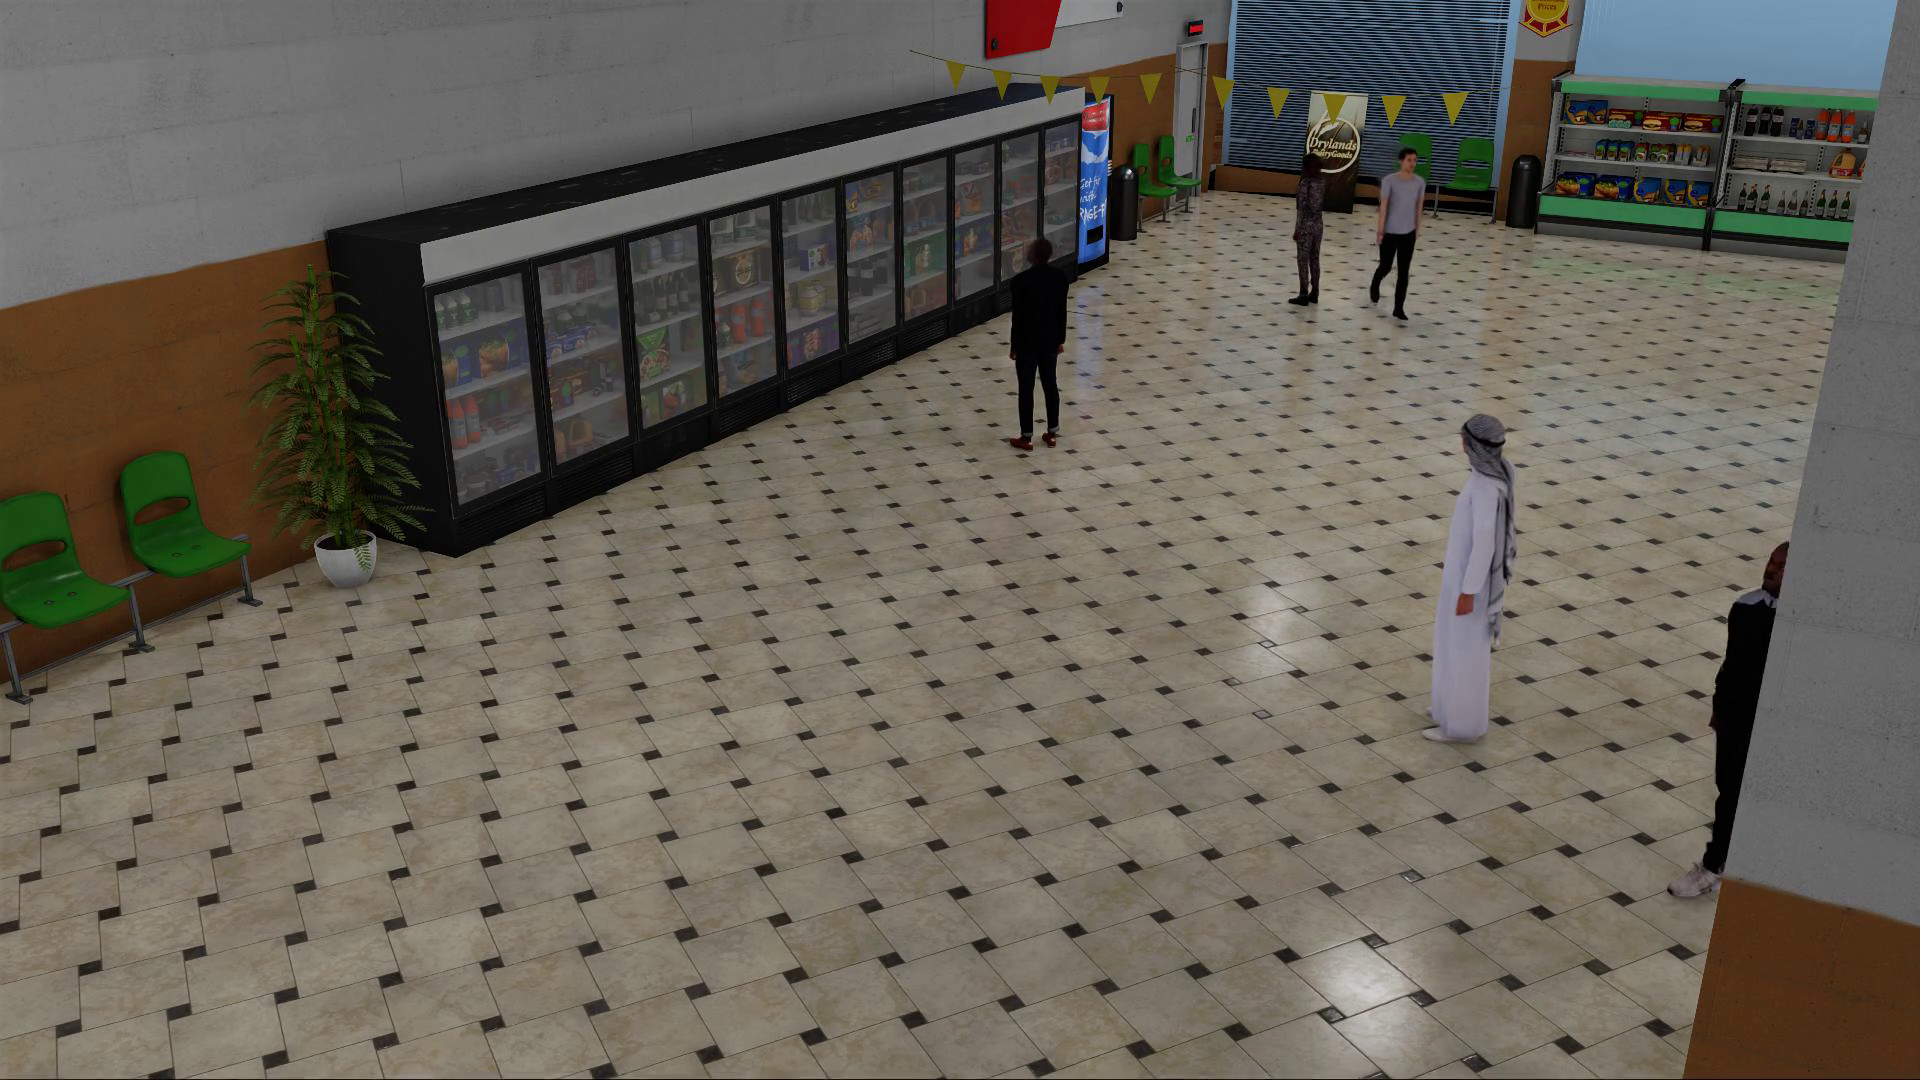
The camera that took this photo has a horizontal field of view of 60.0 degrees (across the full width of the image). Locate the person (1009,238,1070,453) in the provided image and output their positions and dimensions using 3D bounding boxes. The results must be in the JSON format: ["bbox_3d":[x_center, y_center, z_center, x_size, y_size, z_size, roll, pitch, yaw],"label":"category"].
[{"bbox_3d":[0.656,-1.658,14.107,0.788,1.816,0.803,-10,24,-23],"label":"person"}]

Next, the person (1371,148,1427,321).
[{"bbox_3d":[4.819,-3.401,18.413,1.123,1.839,1.066,-1,22,-2],"label":"person"}]

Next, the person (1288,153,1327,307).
[{"bbox_3d":[3.971,-3.535,18.916,0.644,1.714,0.644,-17,27,-36],"label":"person"}]

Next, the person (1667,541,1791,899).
[{"bbox_3d":[3.861,0.846,7.902,1.148,1.796,1.101,-7,23,-16],"label":"person"}]

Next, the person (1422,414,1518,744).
[{"bbox_3d":[2.867,0.219,9.288,0.680,1.925,0.739,7,23,18],"label":"person"}]
